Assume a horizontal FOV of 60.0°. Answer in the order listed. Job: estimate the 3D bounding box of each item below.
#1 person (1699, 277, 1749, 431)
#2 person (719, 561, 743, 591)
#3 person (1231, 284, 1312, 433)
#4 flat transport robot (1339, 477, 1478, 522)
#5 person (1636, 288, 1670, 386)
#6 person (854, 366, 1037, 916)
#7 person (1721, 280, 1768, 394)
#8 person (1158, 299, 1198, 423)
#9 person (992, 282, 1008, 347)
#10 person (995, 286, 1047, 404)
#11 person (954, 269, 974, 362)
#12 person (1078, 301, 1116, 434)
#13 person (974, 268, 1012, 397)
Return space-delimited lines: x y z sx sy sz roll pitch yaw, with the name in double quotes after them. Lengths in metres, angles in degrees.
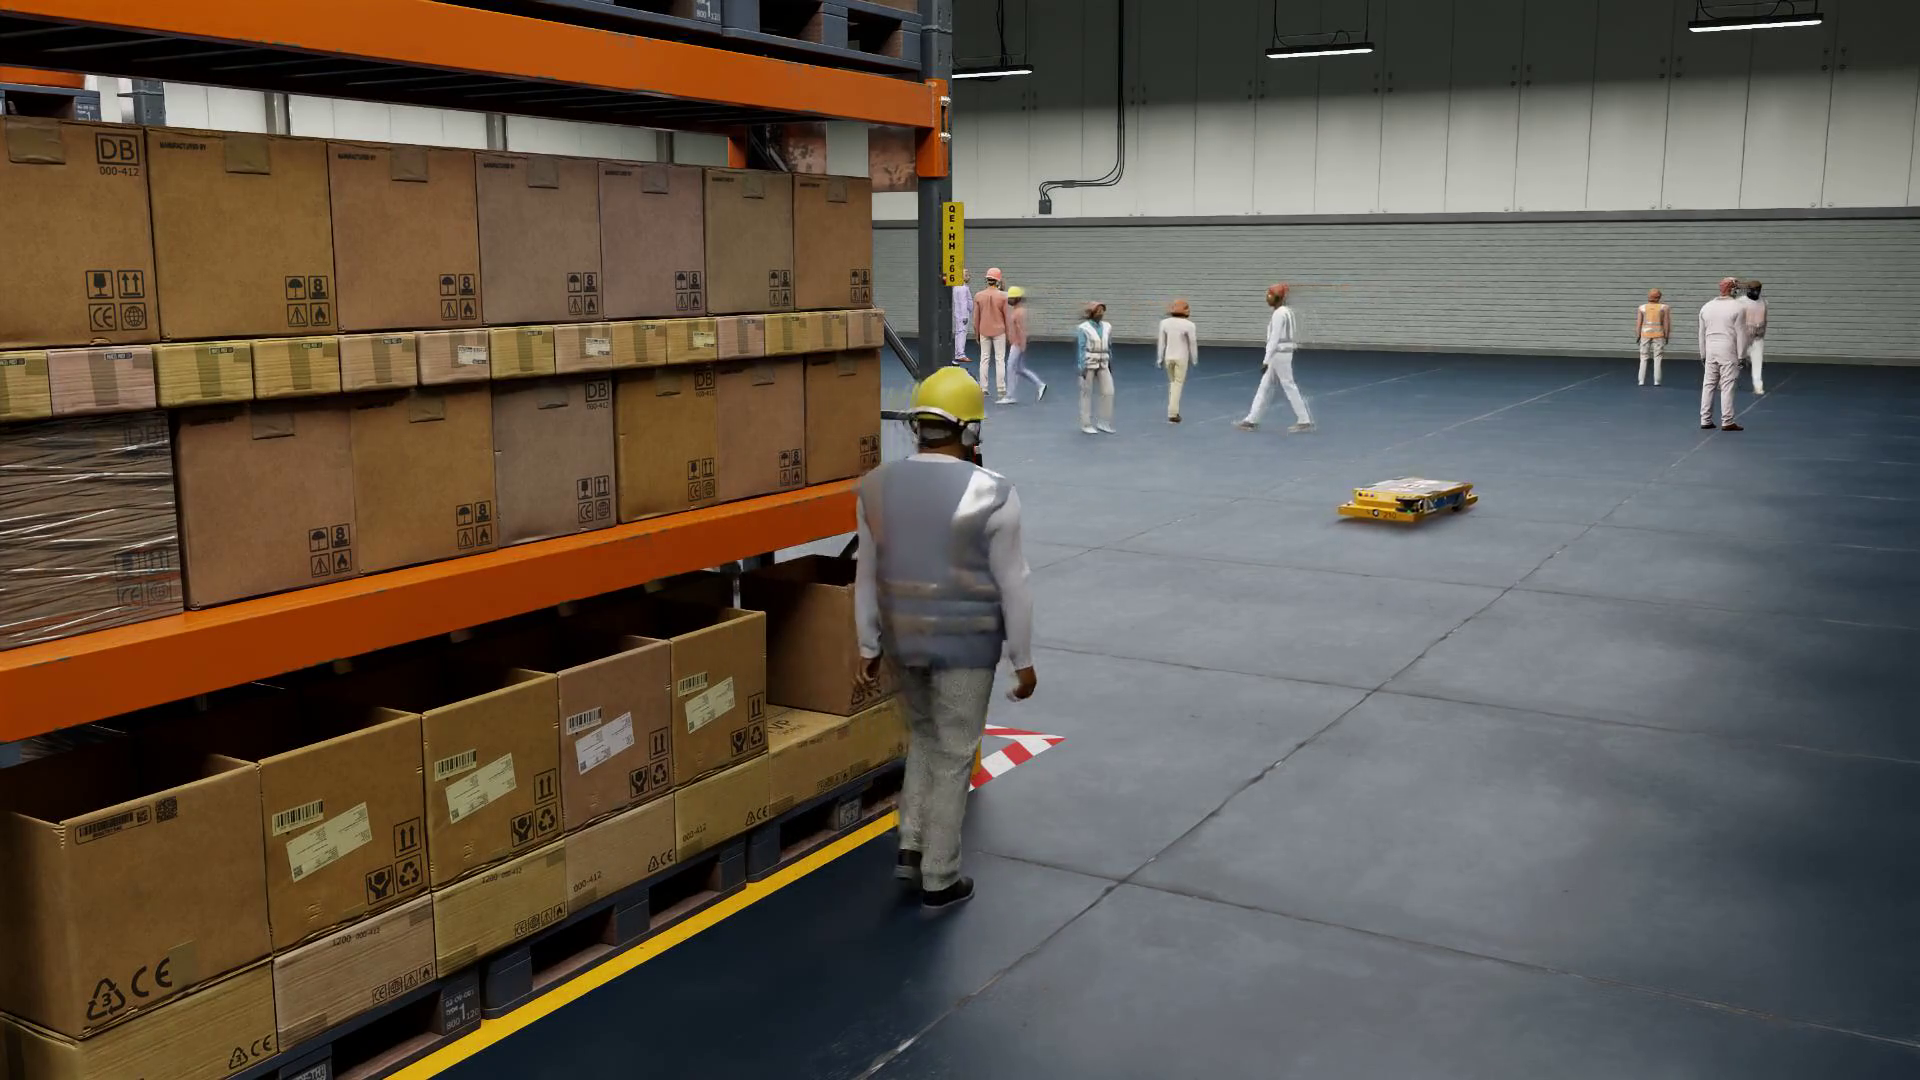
9.578 -2.324 20.834 0.406 1.911 0.639 -6 11 -30 "person"
-1.613 -0.549 10.669 0.614 1.833 0.510 -1 10 -5 "person"
3.908 -2.235 20.552 1.002 1.829 0.589 2 10 13 "person"
3.826 -0.359 14.116 0.652 0.197 1.431 7 12 37 "flat transport robot"
11.613 -3.394 27.888 0.520 1.639 0.309 5 11 29 "person"
-0.033 0.337 5.519 0.611 1.812 0.459 6 11 30 "person"
12.571 -3.246 26.579 0.633 1.808 0.950 -1 10 -5 "person"
2.897 -2.350 21.816 0.534 1.612 0.587 8 12 38 "person"
0.950 -5.450 39.976 0.498 1.622 0.577 4 11 23 "person"
0.910 -2.879 24.587 0.740 1.746 0.532 -1 10 -6 "person"
0.083 -4.633 34.359 0.403 1.906 0.652 -2 10 -9 "person"
1.695 -2.086 20.258 0.546 1.616 0.588 -6 11 -32 "person"
0.517 -3.195 25.682 0.617 1.994 0.381 4 10 20 "person"
